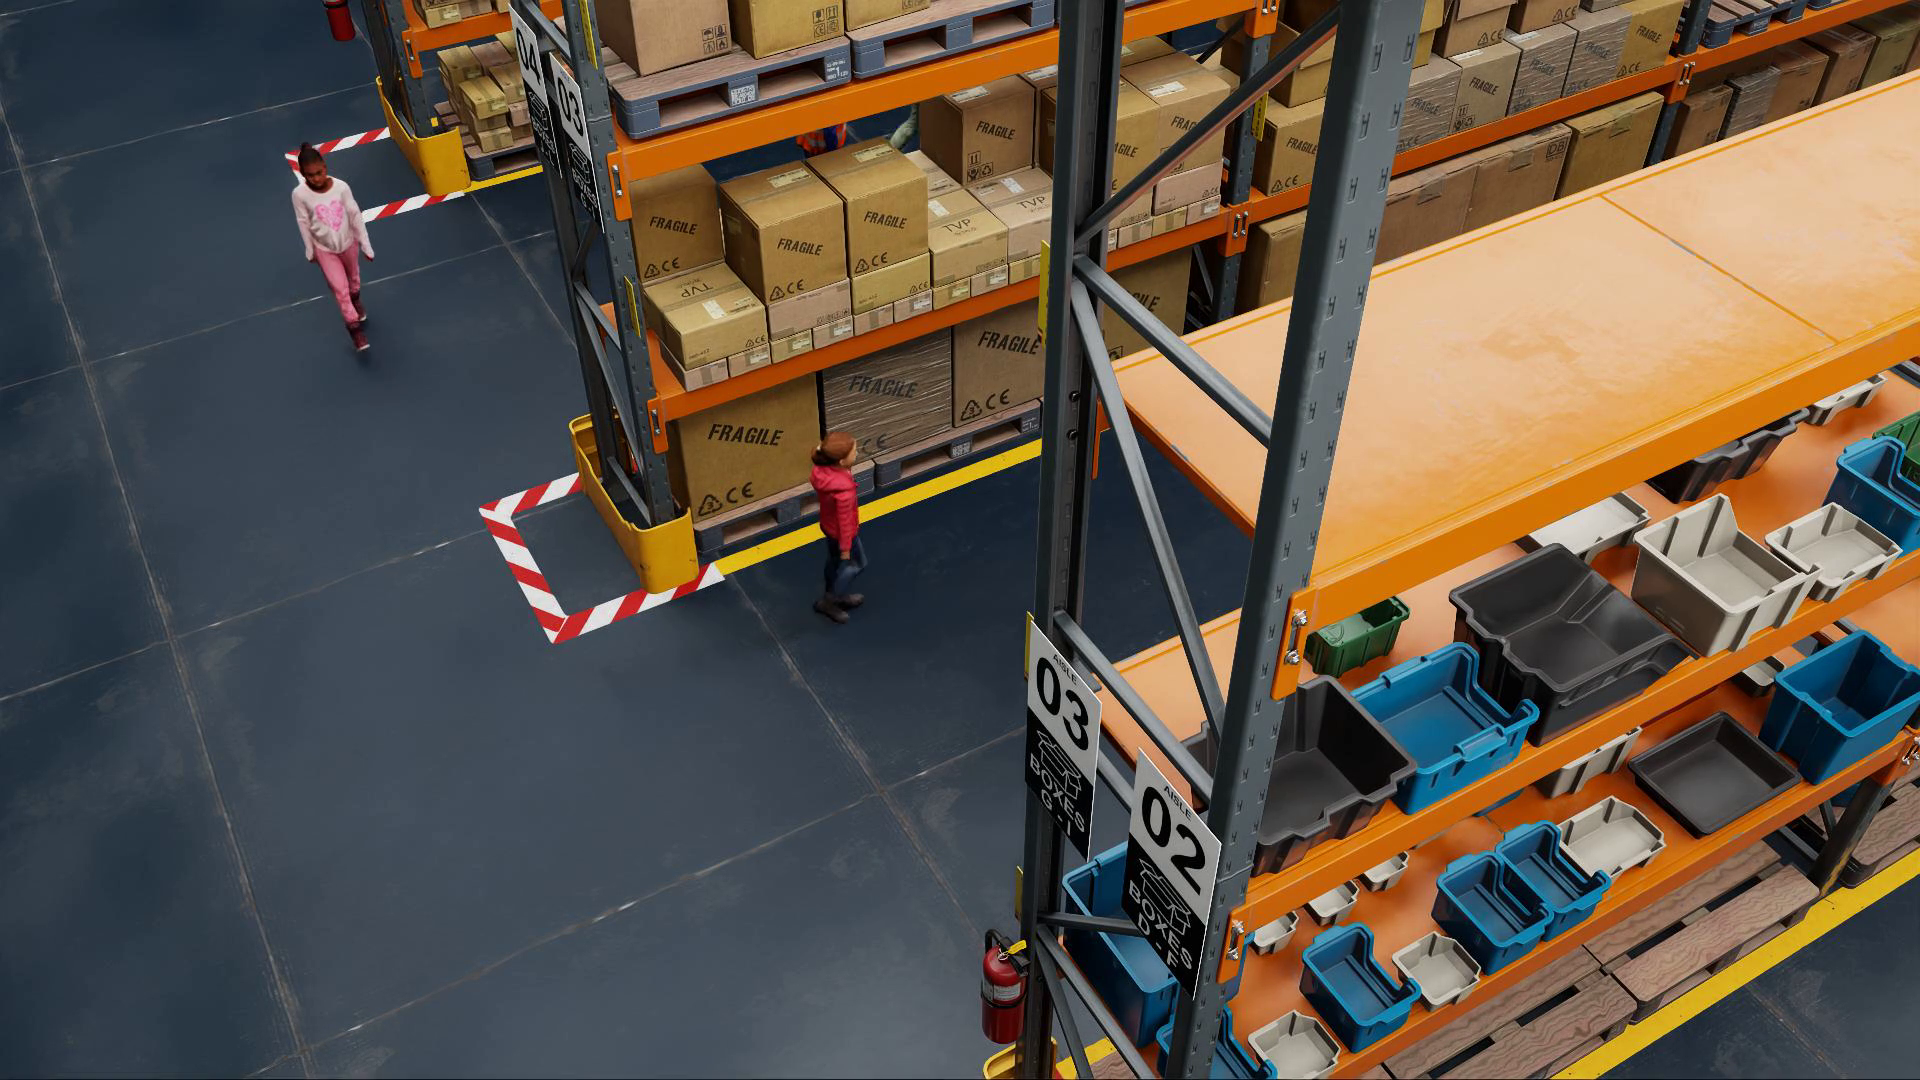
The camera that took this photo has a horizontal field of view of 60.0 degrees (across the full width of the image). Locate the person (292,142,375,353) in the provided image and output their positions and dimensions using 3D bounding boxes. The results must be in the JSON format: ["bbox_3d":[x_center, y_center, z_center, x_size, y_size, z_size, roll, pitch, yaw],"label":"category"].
[{"bbox_3d":[-4.241,-2.040,11.264,0.895,1.408,0.640,-20,47,-20],"label":"person"}]

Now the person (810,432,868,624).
[{"bbox_3d":[-0.734,-0.048,9.203,0.567,1.309,0.540,-17,46,-18],"label":"person"}]
